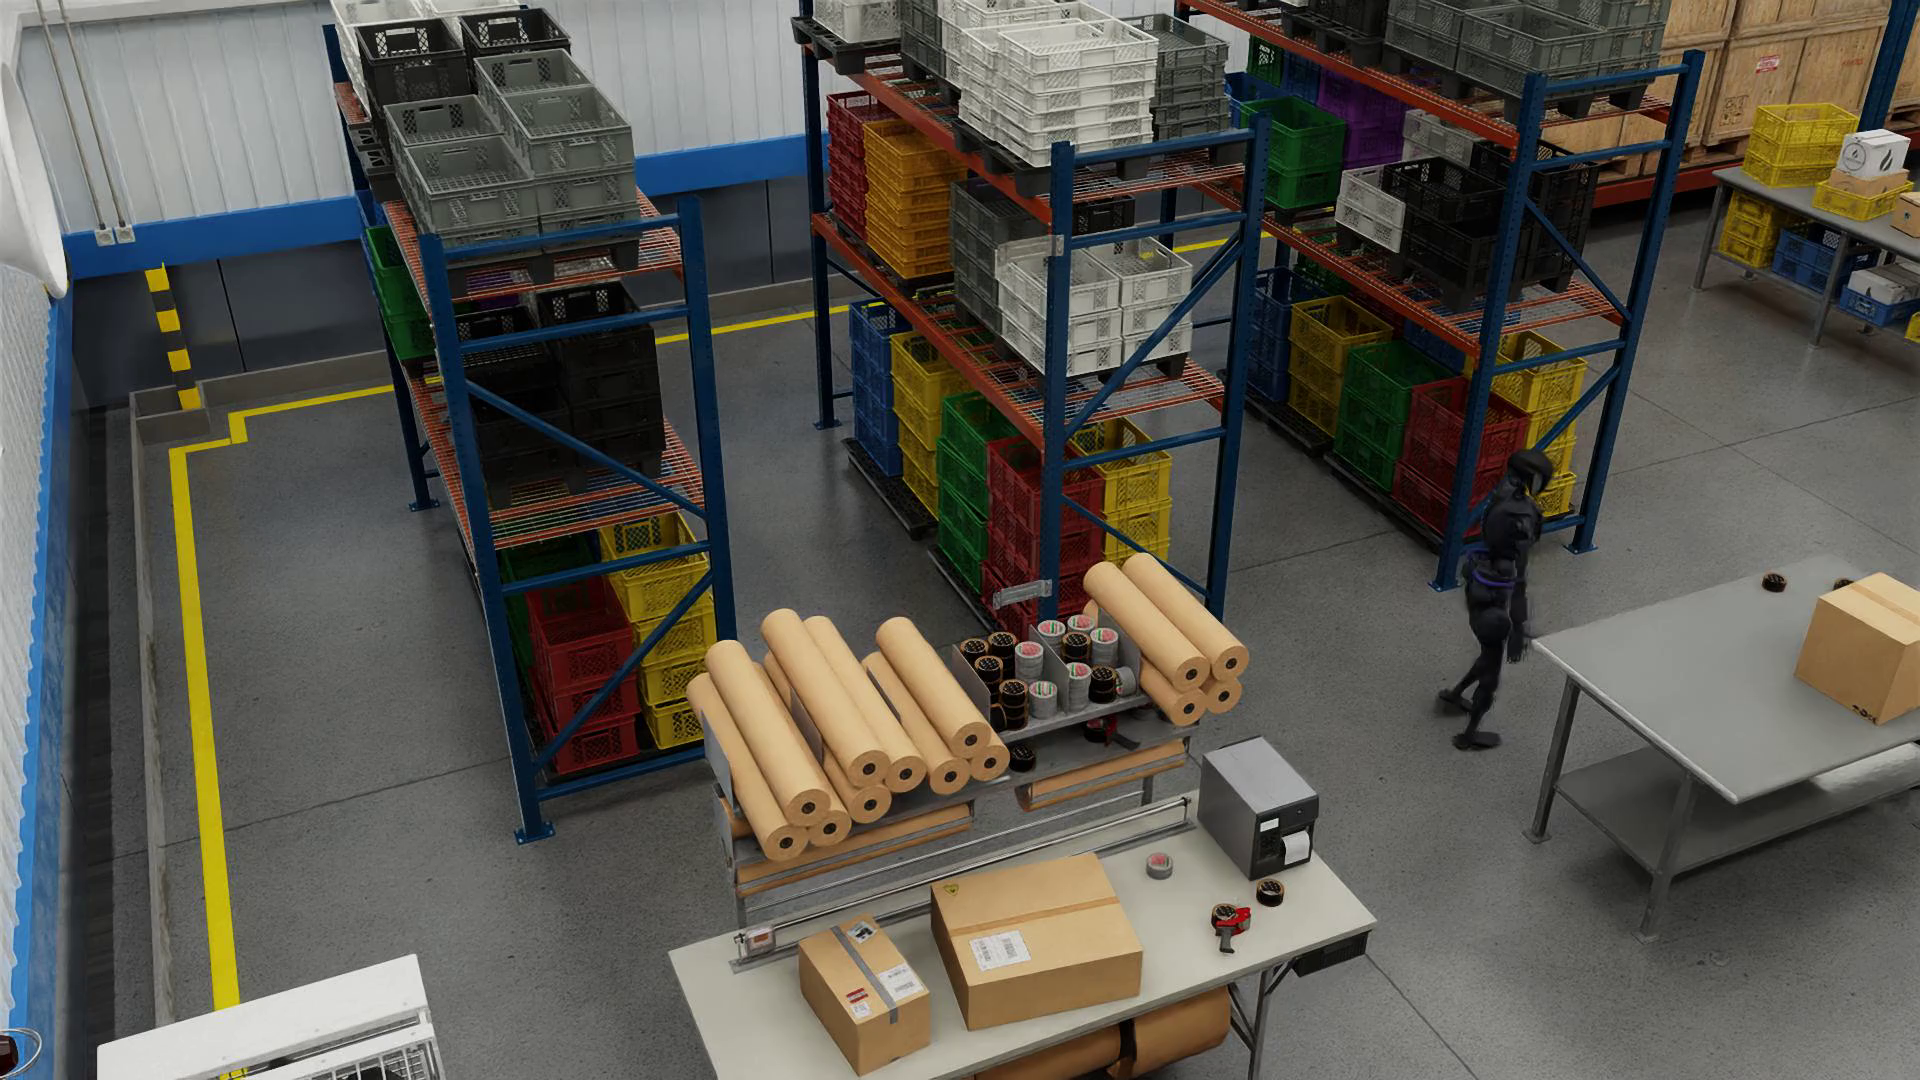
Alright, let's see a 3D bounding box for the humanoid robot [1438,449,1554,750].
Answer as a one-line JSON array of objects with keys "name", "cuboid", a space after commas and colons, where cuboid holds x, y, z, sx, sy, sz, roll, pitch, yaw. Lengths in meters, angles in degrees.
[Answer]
[{"name": "humanoid robot", "cuboid": [2.645, 0.269, 8.191, 0.324, 1.637, 0.616, 3, 32, 5]}]
